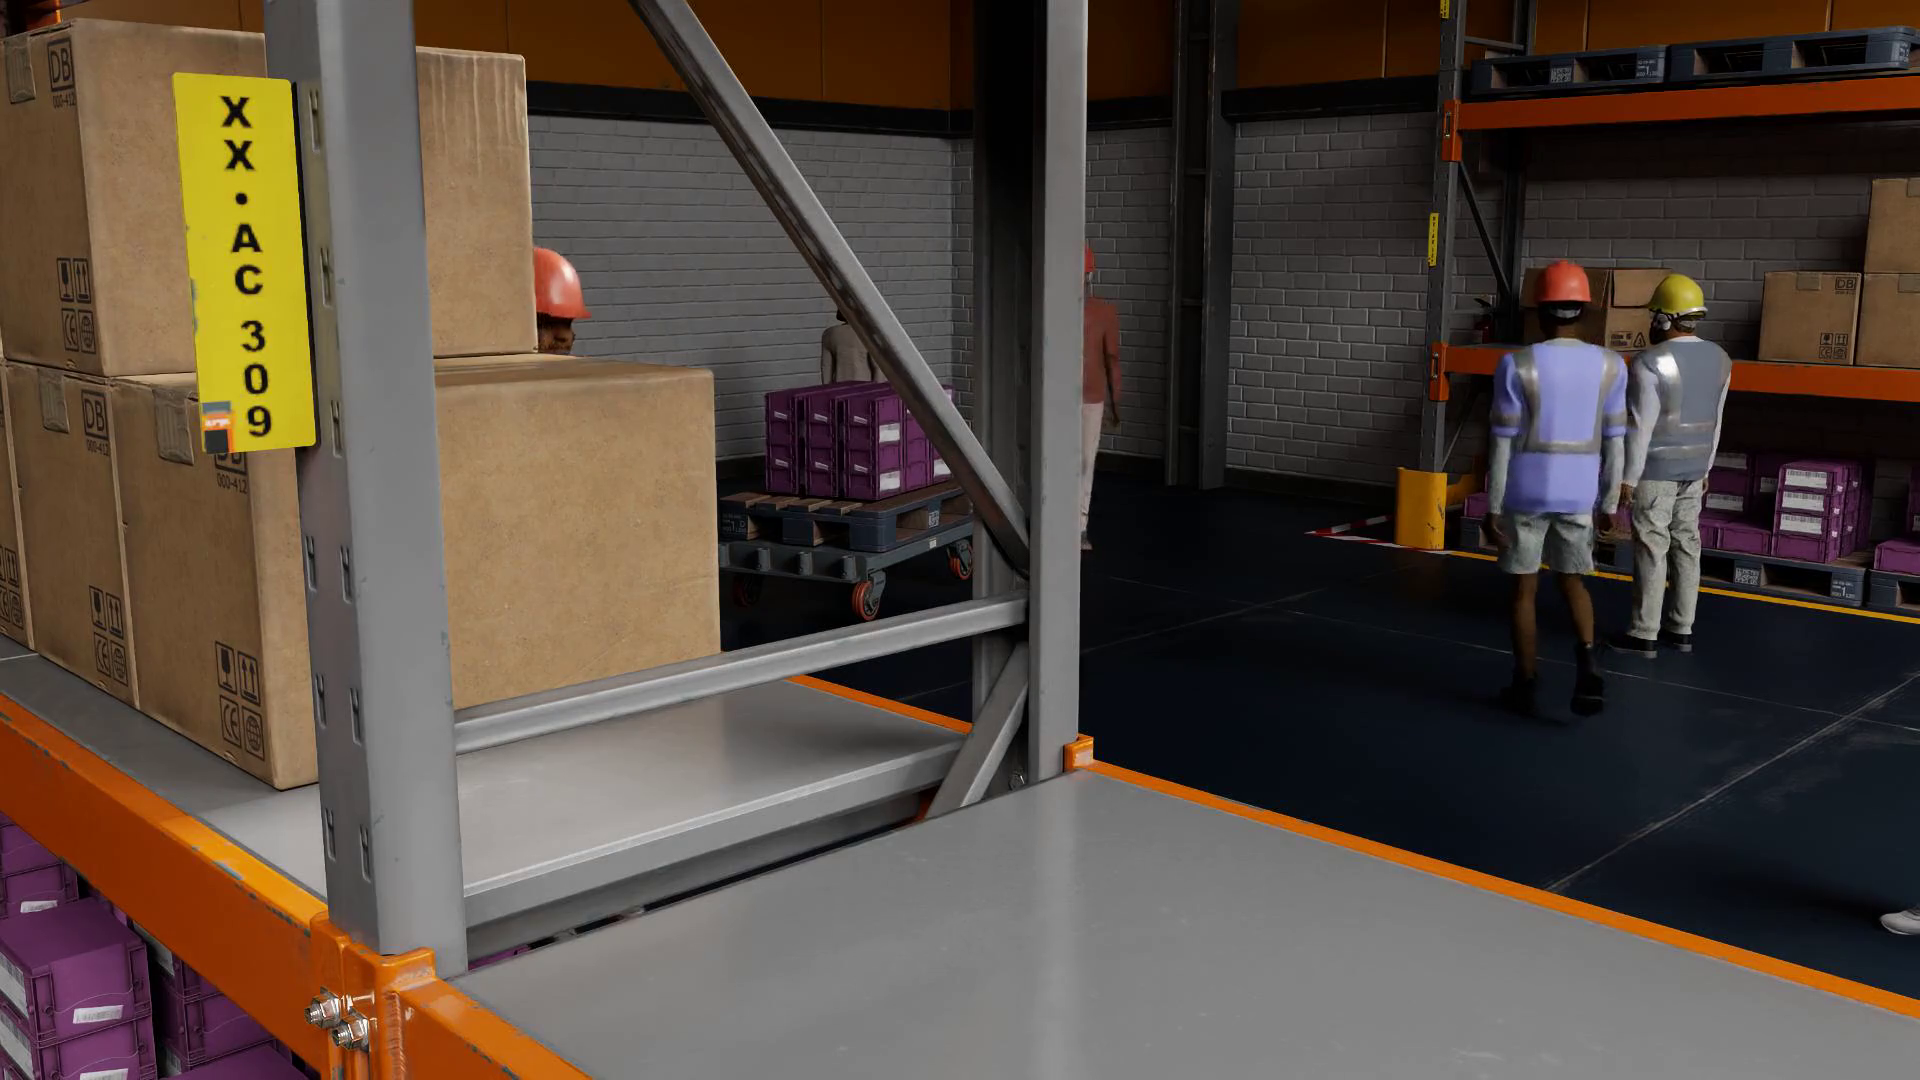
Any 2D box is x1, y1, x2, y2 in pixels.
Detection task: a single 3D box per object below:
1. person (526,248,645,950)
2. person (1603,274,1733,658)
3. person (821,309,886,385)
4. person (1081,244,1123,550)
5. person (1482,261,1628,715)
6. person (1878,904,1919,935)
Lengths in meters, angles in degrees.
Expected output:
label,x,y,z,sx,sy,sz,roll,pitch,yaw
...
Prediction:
label,x,y,z,sx,sy,sz,roll,pitch,yaw
person,-1.138,0.199,4.597,0.641,1.988,0.464,-10,14,-43
person,3.394,-0.347,8.009,0.601,1.833,0.404,-5,12,-26
person,-0.777,-1.027,12.245,0.507,1.636,0.270,4,11,22
person,0.731,-0.922,10.732,0.630,1.977,0.470,-2,11,-12
person,2.454,-0.180,6.868,0.545,1.924,0.547,0,10,-1
person,2.925,0.247,4.541,0.399,1.915,0.589,-2,11,-9
